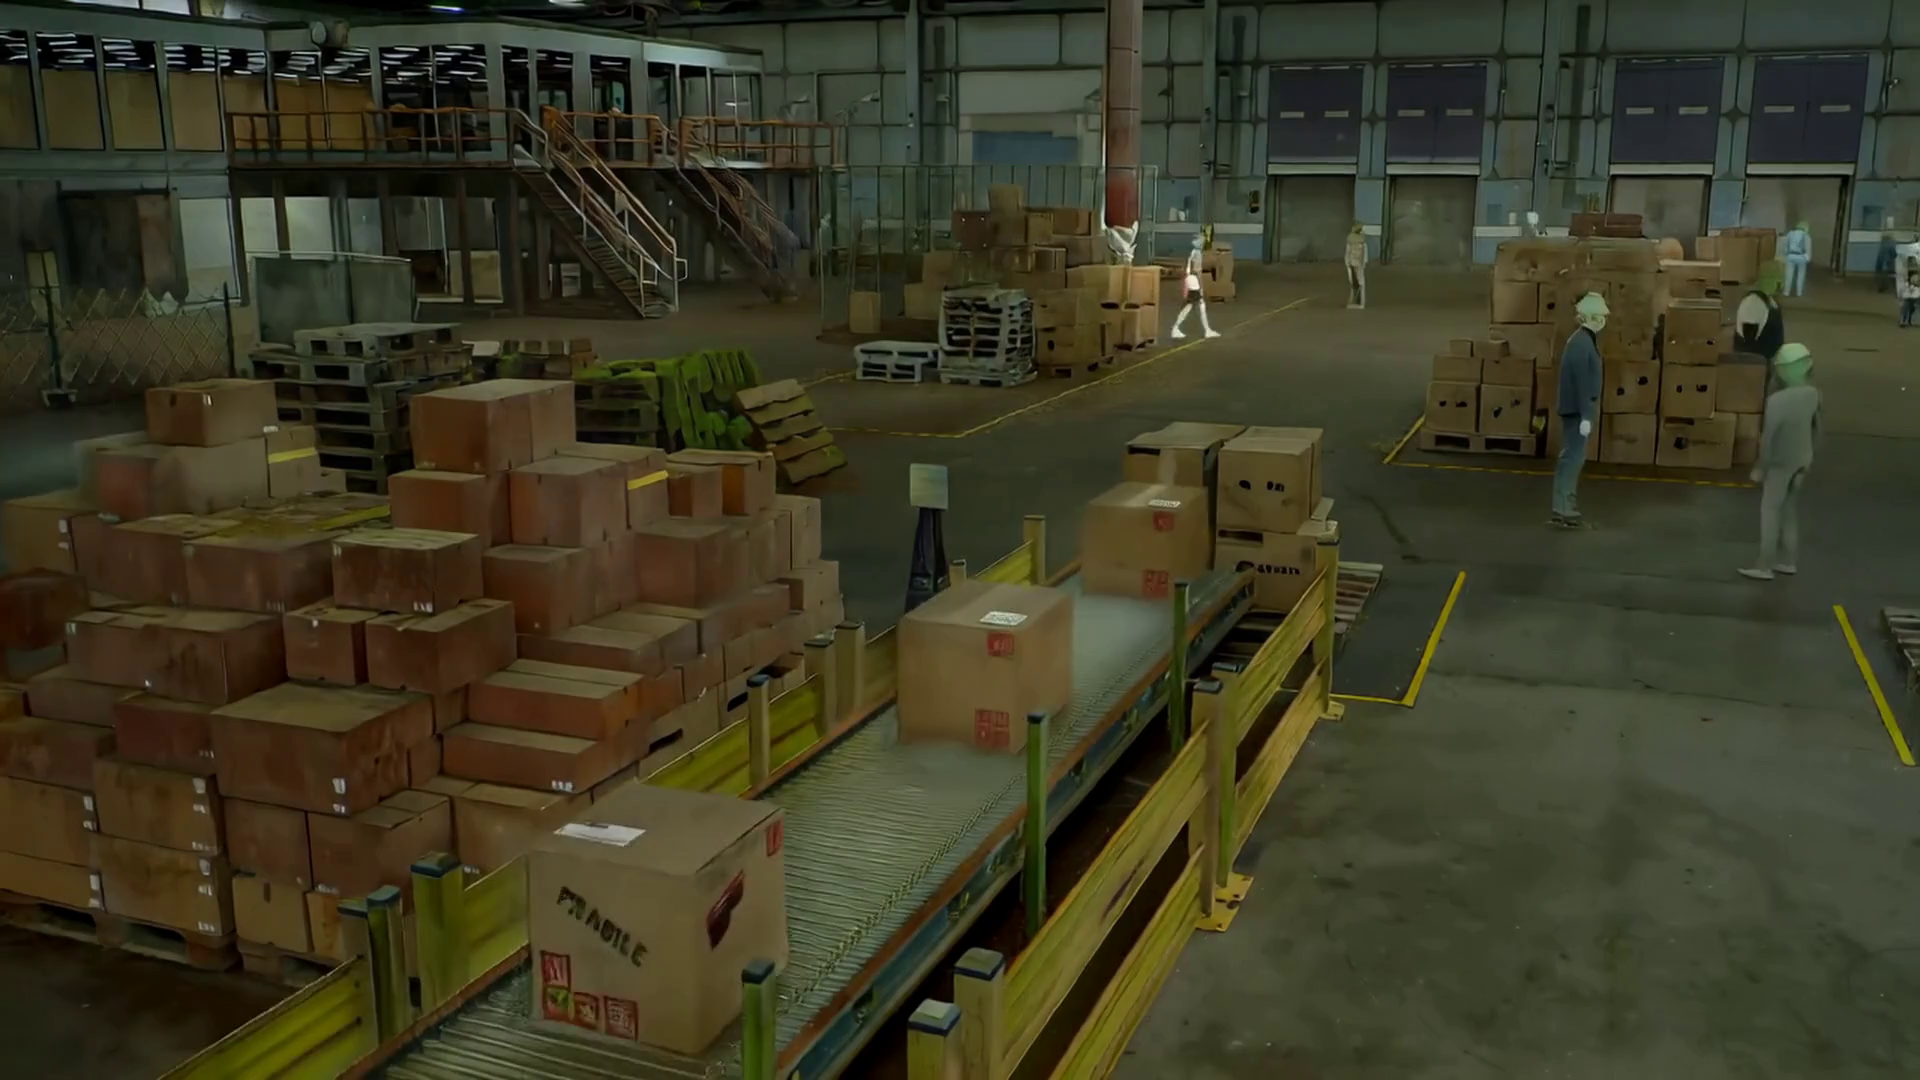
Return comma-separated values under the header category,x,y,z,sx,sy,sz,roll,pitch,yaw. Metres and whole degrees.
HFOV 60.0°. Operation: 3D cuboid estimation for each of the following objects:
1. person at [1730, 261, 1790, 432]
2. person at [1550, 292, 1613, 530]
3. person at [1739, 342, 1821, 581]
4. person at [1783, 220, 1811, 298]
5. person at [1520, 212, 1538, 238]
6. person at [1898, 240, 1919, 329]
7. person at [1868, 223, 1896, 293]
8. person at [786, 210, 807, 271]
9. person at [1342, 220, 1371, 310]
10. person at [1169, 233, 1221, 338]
category,x,y,z,sx,sy,sz,roll,pitch,yaw
person,9.031,-2.168,18.808,0.636,2.000,0.724,12,17,42
person,5.260,-1.094,14.094,0.388,1.996,0.612,2,13,9
person,6.103,-0.577,12.317,0.547,1.757,0.363,-6,14,-27
person,19.775,-6.632,39.285,0.428,1.842,0.631,-9,15,-35
person,14.922,-7.570,43.321,0.610,1.921,0.793,-11,17,-41
person,18.269,-4.894,31.836,0.534,1.691,0.322,-8,15,-31
person,22.671,-6.910,40.827,0.563,1.700,0.547,-4,13,-18
person,-4.906,-8.908,49.554,0.592,1.822,0.634,-3,13,-13
person,8.588,-5.950,36.004,0.366,1.938,0.630,-8,15,-32
person,4.241,-4.594,30.042,0.973,1.894,0.557,-1,13,-6
